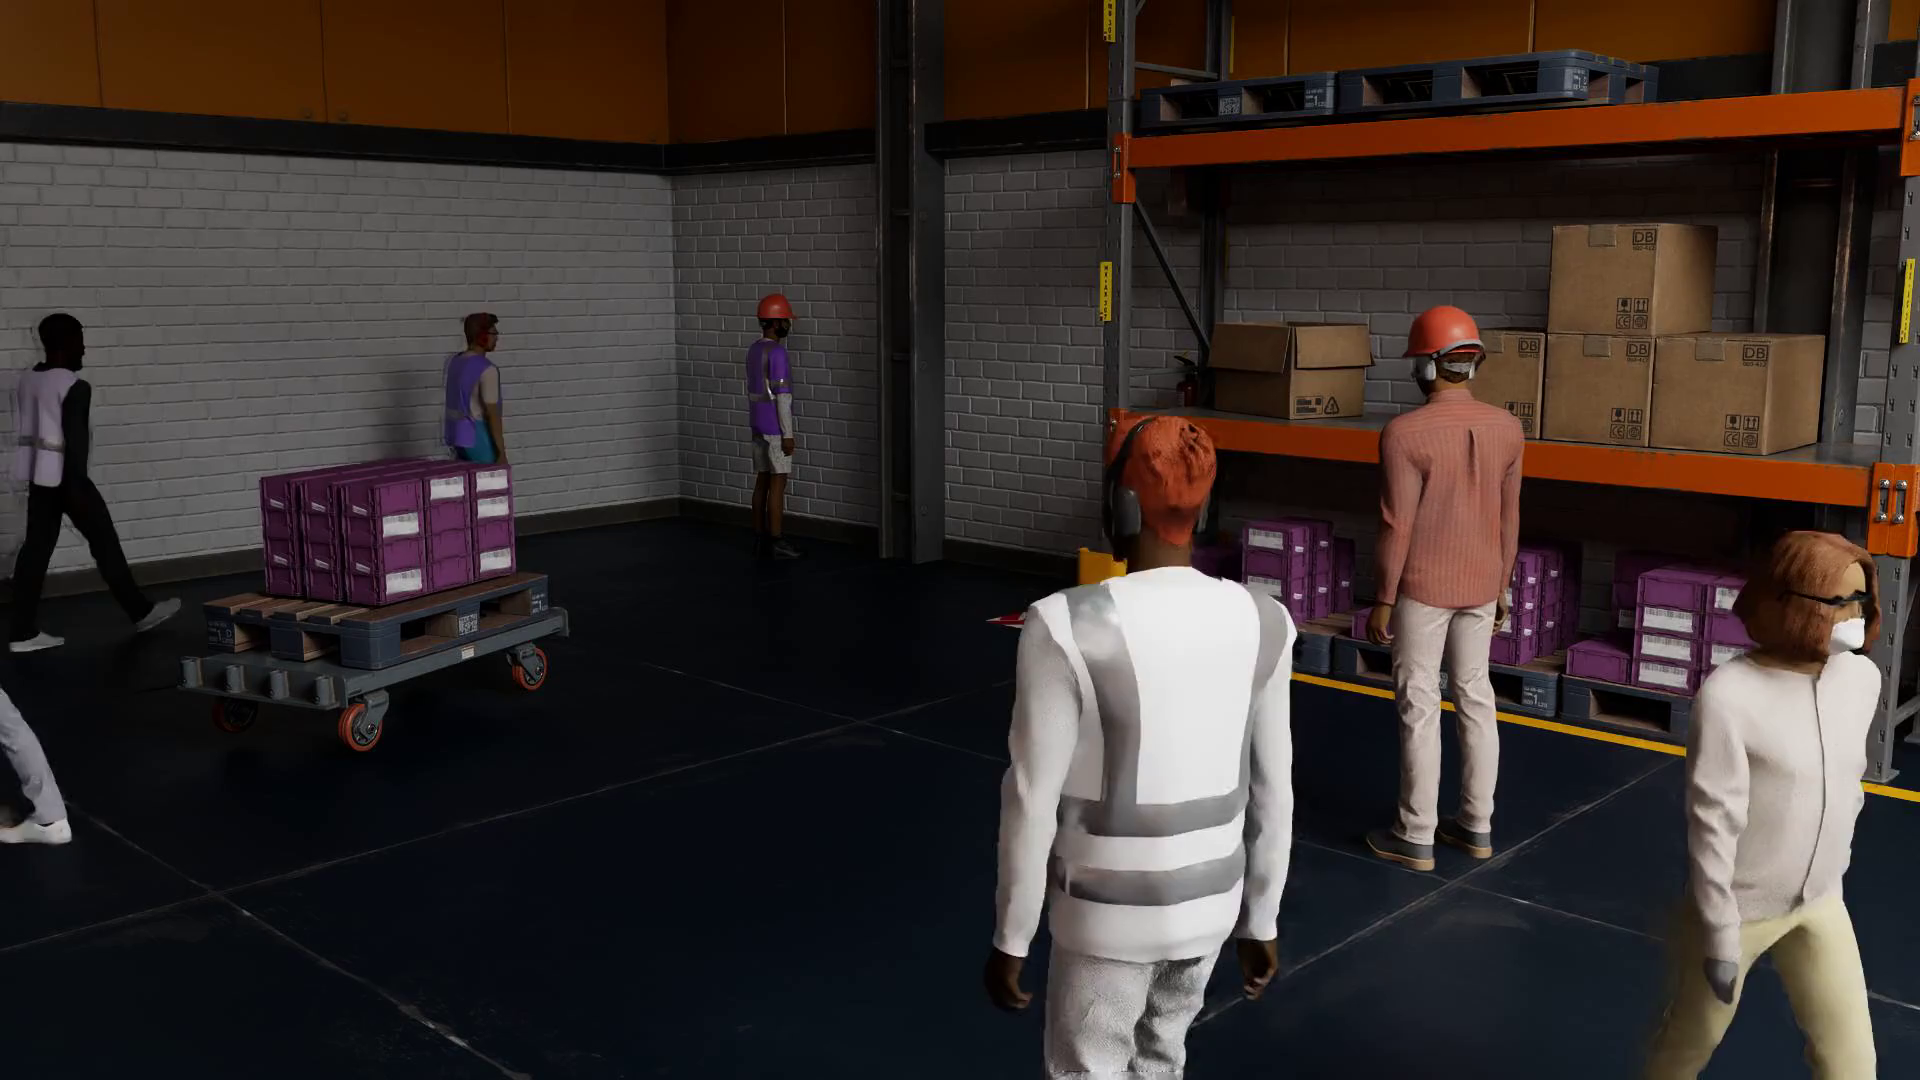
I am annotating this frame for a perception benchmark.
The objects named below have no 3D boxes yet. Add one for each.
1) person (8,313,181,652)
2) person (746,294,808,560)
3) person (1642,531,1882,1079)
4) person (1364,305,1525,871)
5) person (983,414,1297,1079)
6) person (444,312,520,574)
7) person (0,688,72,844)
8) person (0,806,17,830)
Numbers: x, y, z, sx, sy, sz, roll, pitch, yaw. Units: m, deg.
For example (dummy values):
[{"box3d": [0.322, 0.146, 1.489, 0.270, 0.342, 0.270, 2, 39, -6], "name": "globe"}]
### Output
[{"box3d": [-5.004, -0.338, 9.416, 0.618, 1.860, 0.987, 6, 11, 30], "name": "person"}, {"box3d": [-1.352, -0.824, 12.179, 0.359, 1.938, 0.547, -6, 11, -32], "name": "person"}, {"box3d": [1.718, 0.777, 3.389, 0.526, 1.587, 0.844, -3, 10, -20], "name": "person"}, {"box3d": [1.703, 0.169, 5.920, 0.622, 1.990, 0.402, -4, 10, -24], "name": "person"}, {"box3d": [0.375, 0.705, 3.037, 0.596, 1.868, 0.724, -5, 11, -29], "name": "person"}, {"box3d": [-3.281, -0.635, 11.351, 0.447, 1.827, 0.587, -8, 12, -40], "name": "person"}, {"box3d": [-3.629, 0.283, 5.838, 0.829, 1.808, 0.564, -6, 11, -32], "name": "person"}, {"box3d": [-3.813, 0.173, 5.993, 0.613, 1.956, 0.630, 1, 9, 4], "name": "person"}]
